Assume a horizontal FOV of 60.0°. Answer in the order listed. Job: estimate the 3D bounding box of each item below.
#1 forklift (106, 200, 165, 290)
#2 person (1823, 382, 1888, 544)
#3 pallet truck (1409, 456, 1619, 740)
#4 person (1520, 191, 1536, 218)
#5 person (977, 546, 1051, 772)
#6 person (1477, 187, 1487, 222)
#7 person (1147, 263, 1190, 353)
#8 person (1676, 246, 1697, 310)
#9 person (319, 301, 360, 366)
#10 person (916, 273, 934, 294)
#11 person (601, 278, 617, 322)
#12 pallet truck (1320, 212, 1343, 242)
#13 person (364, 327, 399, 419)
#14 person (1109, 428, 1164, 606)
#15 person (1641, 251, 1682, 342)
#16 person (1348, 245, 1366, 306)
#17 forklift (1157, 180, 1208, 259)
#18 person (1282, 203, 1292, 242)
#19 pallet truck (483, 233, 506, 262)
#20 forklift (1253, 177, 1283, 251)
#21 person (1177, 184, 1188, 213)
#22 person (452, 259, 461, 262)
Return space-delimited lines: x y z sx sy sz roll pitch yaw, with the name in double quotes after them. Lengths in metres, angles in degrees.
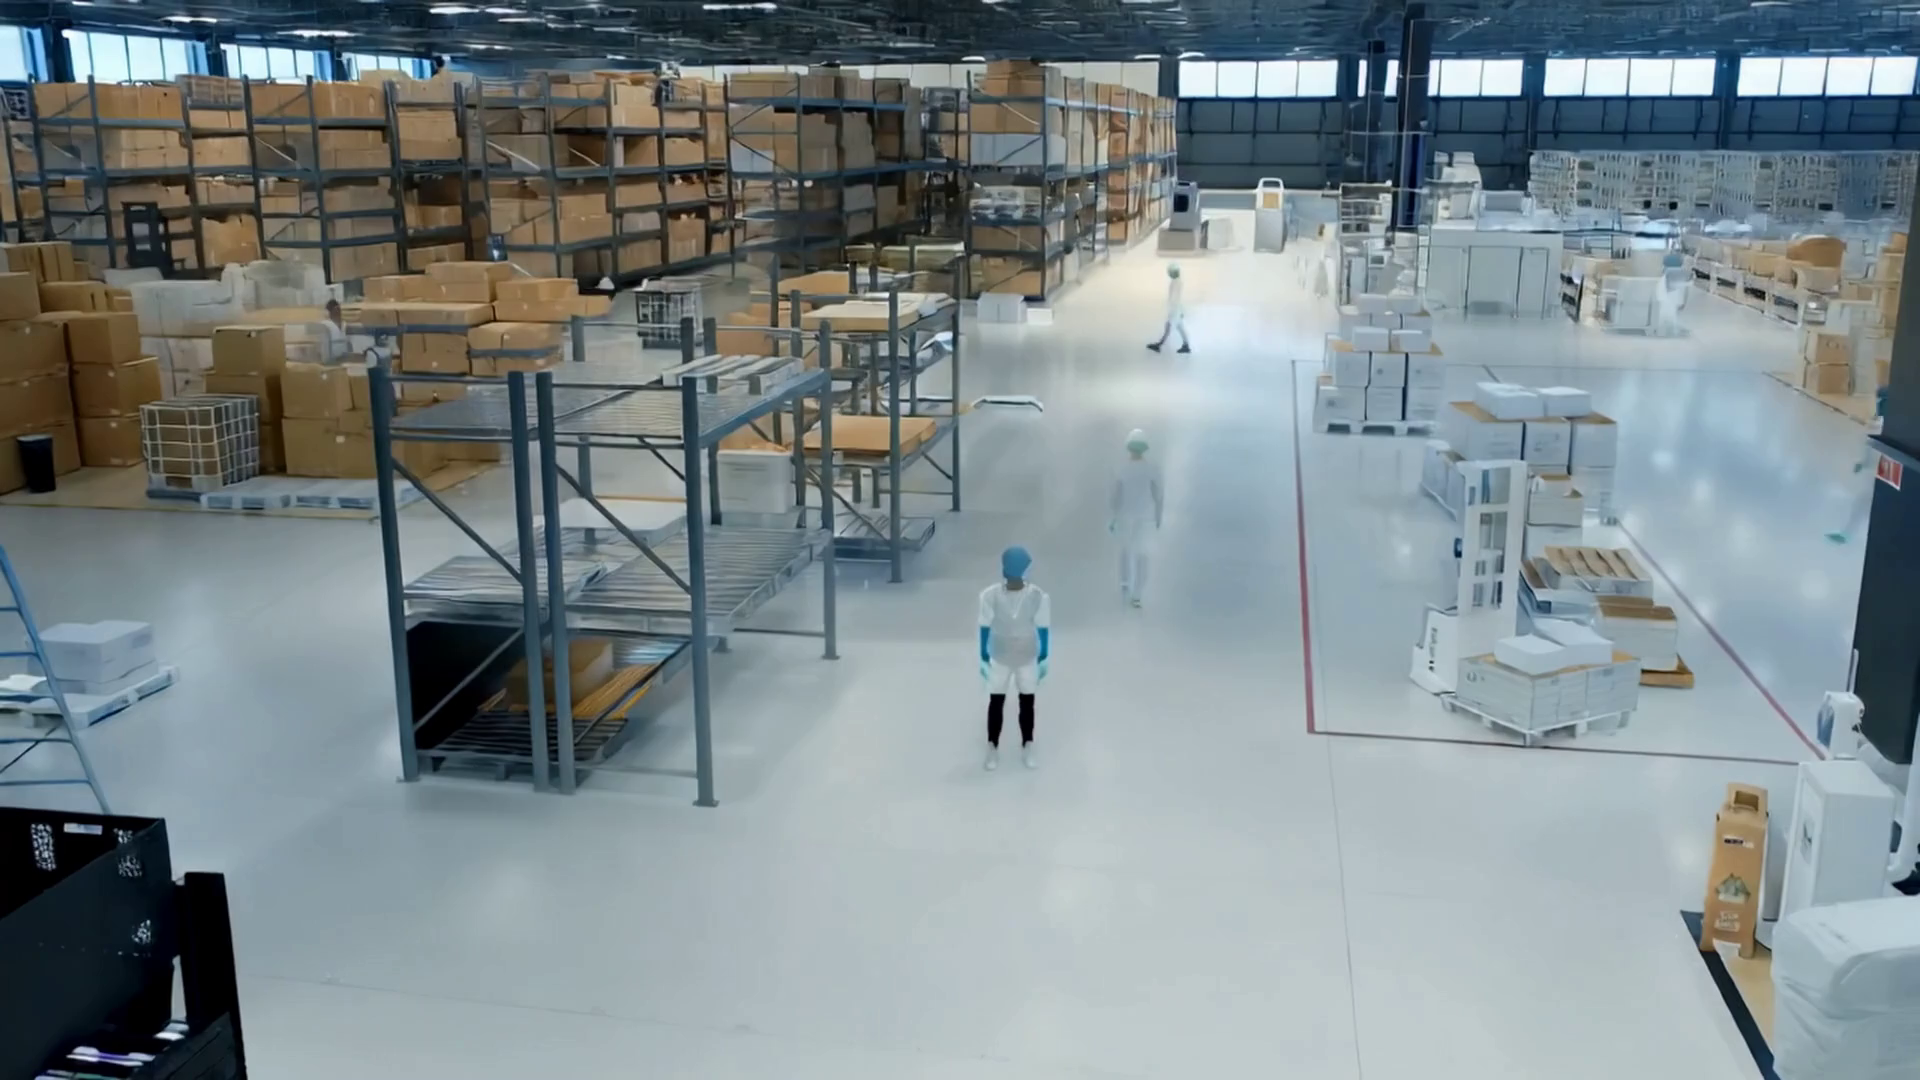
-21.414 -7.495 43.634 1.129 2.768 1.873 3 14 13 "forklift"
10.368 -0.855 18.739 0.882 1.885 0.591 5 15 21 "person"
4.504 0.400 13.395 0.823 1.965 1.885 -6 15 -23 "pallet truck"
26.385 -15.262 77.282 0.650 1.866 0.983 -2 14 -8 "person"
0.394 0.863 12.130 0.537 1.698 0.321 0 14 0 "person"
25.293 -16.152 80.693 0.959 1.963 0.633 -3 14 -10 "person"
4.431 -4.887 35.069 0.984 1.890 0.571 -1 14 -4 "person"
18.990 -6.853 43.541 0.537 1.672 0.793 4 14 15 "person"
-10.276 -3.033 27.601 0.990 1.858 0.582 2 14 7 "person"
-0.968 -6.448 41.921 0.564 1.645 0.907 -5 15 -19 "person"
-6.575 -3.946 31.196 0.398 1.918 0.554 4 14 16 "person"
15.874 -13.227 70.310 0.680 1.201 1.601 10 17 35 "pallet truck"
-8.549 -2.233 24.468 0.810 1.819 0.518 9 16 31 "person"
1.756 -0.263 16.617 0.548 1.722 0.882 1 14 4 "person"
15.614 -5.408 36.888 0.915 2.000 0.709 5 15 21 "person"
10.000 -6.537 41.933 0.615 1.813 0.425 -12 18 -40 "person"
8.162 -11.763 60.961 1.129 2.768 1.873 11 18 37 "forklift"
13.785 -13.446 70.359 0.502 1.632 0.279 -3 14 -11 "person"
-11.832 -7.026 43.548 1.885 1.965 0.823 8 16 28 "pallet truck"
12.083 -12.747 64.956 1.129 2.768 1.873 3 14 10 "forklift"
11.983 -18.562 90.750 1.174 1.840 0.628 6 15 23 "person"
-10.796 -5.109 35.935 0.984 1.924 0.623 9 16 31 "person"
